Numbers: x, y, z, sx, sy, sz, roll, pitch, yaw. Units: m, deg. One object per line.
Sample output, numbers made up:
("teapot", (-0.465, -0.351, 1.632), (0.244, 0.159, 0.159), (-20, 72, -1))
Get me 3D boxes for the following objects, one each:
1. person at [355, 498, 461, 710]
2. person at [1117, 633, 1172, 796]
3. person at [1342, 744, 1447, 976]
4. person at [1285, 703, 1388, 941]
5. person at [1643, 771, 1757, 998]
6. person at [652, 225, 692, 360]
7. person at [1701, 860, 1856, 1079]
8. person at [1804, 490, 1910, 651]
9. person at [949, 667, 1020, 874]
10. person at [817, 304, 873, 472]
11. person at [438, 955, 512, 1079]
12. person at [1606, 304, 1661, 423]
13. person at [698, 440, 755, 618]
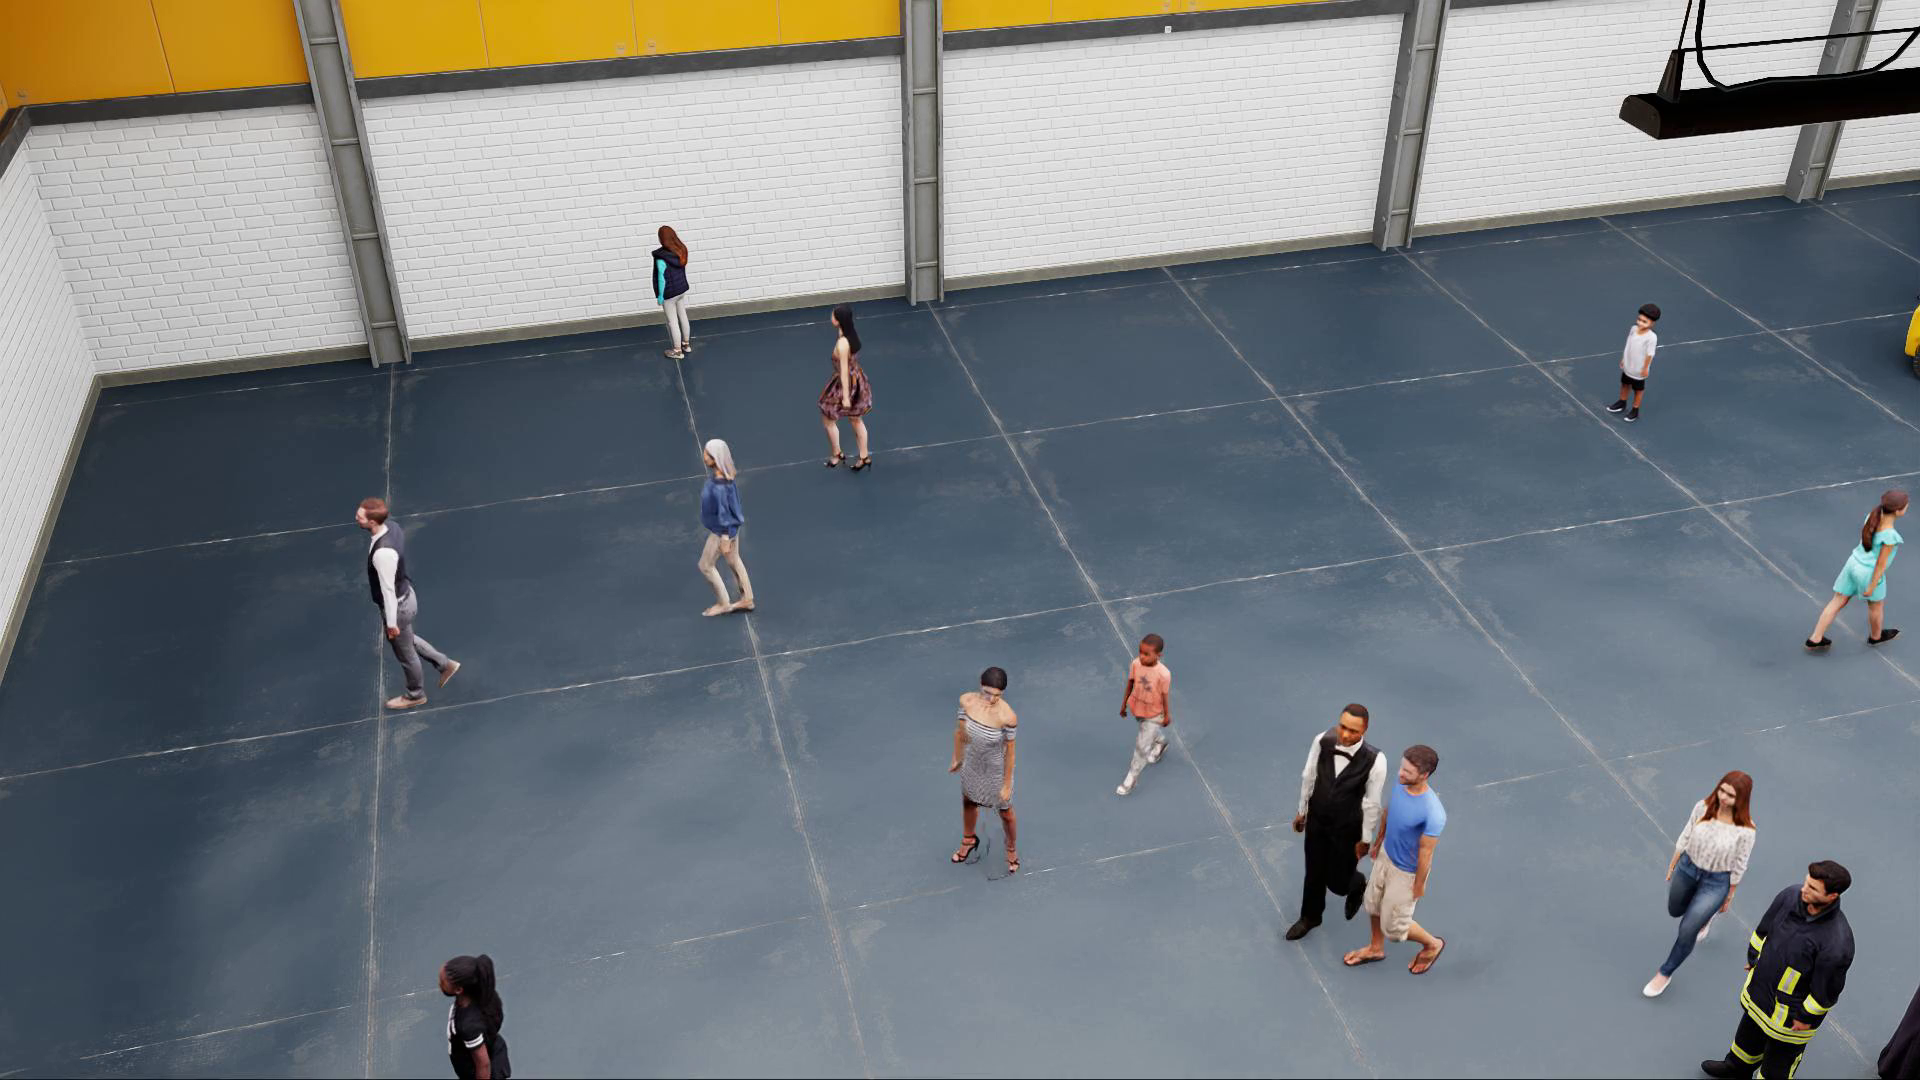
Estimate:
("person", (-4.233, 0.476, 12.757), (0.816, 1.926, 0.661), (-8, 34, -11))
("person", (1.420, 1.202, 12.235), (0.796, 1.295, 0.960), (28, 43, 35))
("person", (2.868, 2.011, 10.515), (0.811, 1.851, 0.645), (-8, 35, -12))
("person", (2.492, 1.782, 10.812), (1.053, 1.903, 0.954), (-28, 43, -36))
("person", (4.730, 2.109, 10.497), (1.101, 1.707, 0.840), (-23, 40, -31))
("person", (-3.088, -2.680, 17.889), (0.744, 1.501, 0.688), (16, 37, 22))
("person", (4.797, 2.566, 9.611), (0.663, 1.928, 0.785), (-6, 34, -9))
("person", (7.239, 0.275, 13.427), (1.027, 1.519, 0.589), (-7, 34, -11))
("person", (0.186, 1.545, 11.254), (0.740, 1.809, 0.797), (25, 41, 32))
("person", (-0.981, -1.399, 15.731), (0.858, 1.756, 0.796), (6, 34, 10))
("person", (-2.647, 2.934, 9.237), (0.537, 1.728, 0.595), (-9, 35, -13))
("person", (6.847, -1.812, 16.807), (0.525, 1.252, 0.525), (-16, 37, -22))
("person", (-1.863, -0.078, 13.813), (0.741, 1.679, 0.702), (0, 34, 0))
